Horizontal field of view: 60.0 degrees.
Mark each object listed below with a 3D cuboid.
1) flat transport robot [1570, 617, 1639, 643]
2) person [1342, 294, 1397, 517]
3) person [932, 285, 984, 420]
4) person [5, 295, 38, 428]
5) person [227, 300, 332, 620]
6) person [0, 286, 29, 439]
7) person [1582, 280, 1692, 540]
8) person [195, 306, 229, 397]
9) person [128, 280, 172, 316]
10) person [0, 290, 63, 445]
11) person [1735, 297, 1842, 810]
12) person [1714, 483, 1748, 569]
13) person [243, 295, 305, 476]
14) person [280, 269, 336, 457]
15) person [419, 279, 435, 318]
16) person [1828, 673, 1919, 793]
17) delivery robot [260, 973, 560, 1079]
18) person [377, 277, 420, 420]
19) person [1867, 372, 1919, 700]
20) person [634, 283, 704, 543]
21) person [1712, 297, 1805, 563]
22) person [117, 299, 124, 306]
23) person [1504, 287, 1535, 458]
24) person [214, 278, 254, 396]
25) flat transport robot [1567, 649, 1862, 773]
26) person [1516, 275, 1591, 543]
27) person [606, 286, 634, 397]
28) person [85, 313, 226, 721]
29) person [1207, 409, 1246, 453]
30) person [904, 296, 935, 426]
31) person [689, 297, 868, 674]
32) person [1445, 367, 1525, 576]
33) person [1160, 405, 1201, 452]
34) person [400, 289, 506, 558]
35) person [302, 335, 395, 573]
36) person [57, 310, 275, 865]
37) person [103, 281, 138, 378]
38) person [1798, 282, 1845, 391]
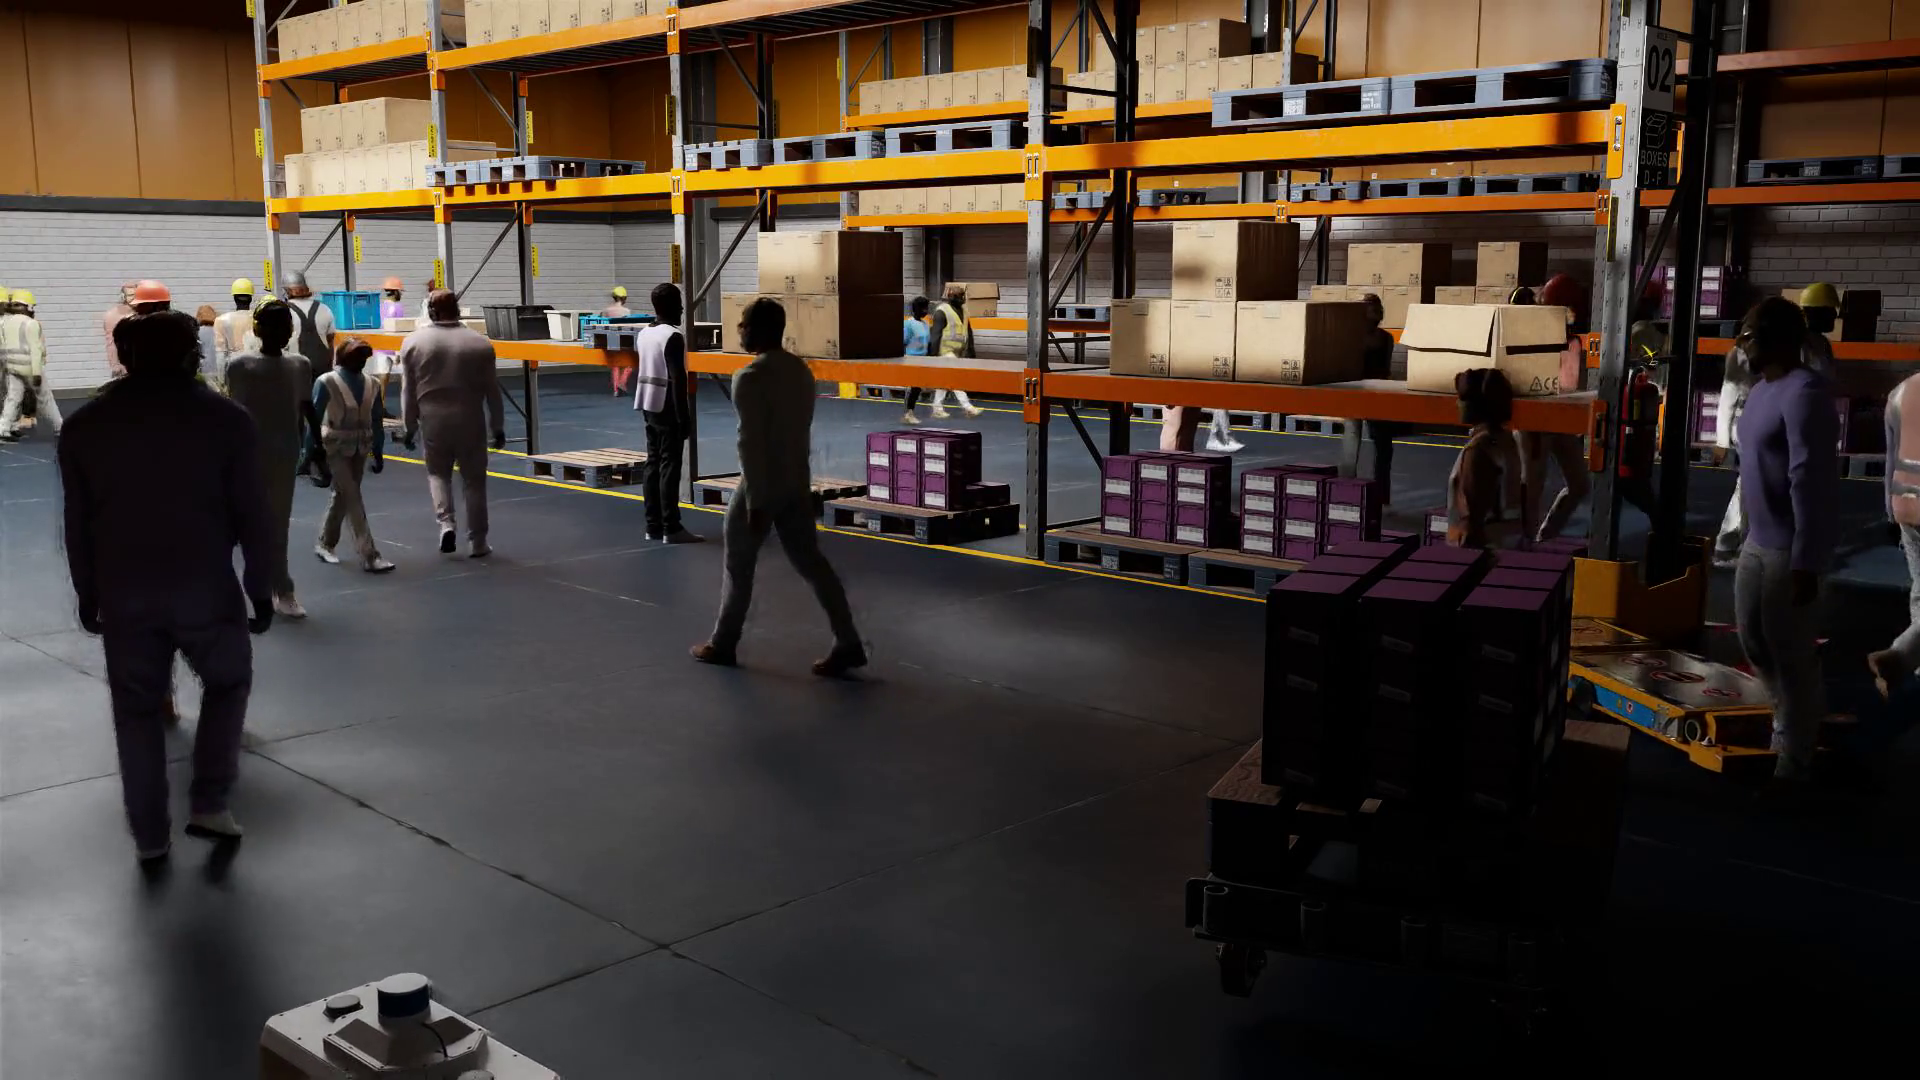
[{"bbox_3d":[2.752,0.553,8.233,1.431,0.197,0.652,-2,9,-10],"label":"flat transport robot"},{"bbox_3d":[3.313,-1.077,13.484,0.519,1.815,0.699,-2,9,-11],"label":"person"},{"bbox_3d":[-0.035,-2.514,22.370,0.941,1.791,0.628,6,11,34],"label":"person"},{"bbox_3d":[-11.976,-2.267,21.164,0.319,1.697,0.532,-2,9,-10],"label":"person"},{"bbox_3d":[-3.904,-0.456,9.613,0.749,1.838,0.548,8,12,39],"label":"person"},{"bbox_3d":[-11.329,-2.082,19.649,0.403,1.822,0.589,3,10,19],"label":"person"},{"bbox_3d":[4.674,-0.823,11.535,0.803,1.946,0.634,7,12,38],"label":"person"},{"bbox_3d":[-8.910,-1.996,19.850,0.513,1.586,0.872,-8,12,-39],"label":"person"},{"bbox_3d":[-6.164,-1.033,12.862,0.551,1.935,0.375,8,12,39],"label":"person"},{"bbox_3d":[-10.780,-1.986,19.222,0.600,1.777,0.948,4,10,25],"label":"person"},{"bbox_3d":[3.136,0.047,6.327,0.413,1.923,0.736,1,9,8],"label":"person"},{"bbox_3d":[5.415,-0.573,11.019,0.494,1.611,0.584,-9,13,-43],"label":"person"},{"bbox_3d":[-6.682,-1.495,16.216,0.524,1.770,0.315,-2,10,-13],"label":"person"},{"bbox_3d":[-7.007,-1.880,17.741,0.694,2.000,0.685,-9,13,-43],"label":"person"},{"bbox_3d":[-7.928,-3.039,25.368,0.615,1.867,0.526,4,10,26],"label":"person"},{"bbox_3d":[3.819,0.114,6.275,0.899,1.807,0.610,2,10,15],"label":"person"},{"bbox_3d":[-1.142,1.145,3.450,0.707,0.478,0.477,8,12,41],"label":"delivery robot"},{"bbox_3d":[-7.524,-2.559,22.309,0.557,1.896,0.894,6,11,31],"label":"person"},{"bbox_3d":[4.393,-0.097,7.503,0.632,1.825,0.623,-3,10,-18],"label":"person"},{"bbox_3d":[-2.192,-0.935,12.318,0.397,1.920,0.587,-7,11,-36],"label":"person"},{"bbox_3d":[5.328,-0.671,10.943,0.575,1.832,0.942,-4,10,-21],"label":"person"},{"bbox_3d":[-11.408,-2.513,22.863,0.503,1.631,0.282,-7,11,-36],"label":"person"},{"bbox_3d":[4.743,-1.211,14.159,0.526,1.871,0.324,-7,12,-38],"label":"person"},{"bbox_3d":[-7.095,-1.633,16.573,0.594,1.924,0.379,-7,11,-35],"label":"person"},{"bbox_3d":[3.193,0.710,7.273,0.652,0.197,1.431,-2,9,-10],"label":"flat transport robot"},{"bbox_3d":[3.857,-0.729,10.867,0.611,1.978,0.453,-5,11,-30],"label":"person"},{"bbox_3d":[-5.350,-3.120,26.228,0.528,1.758,0.360,5,10,28],"label":"person"},{"bbox_3d":[-3.515,-0.080,7.337,0.537,1.829,0.651,9,13,44],"label":"person"},{"bbox_3d":[3.010,-1.879,18.317,0.563,1.844,0.751,-7,12,-37],"label":"person"},{"bbox_3d":[-0.563,-2.297,21.418,0.466,1.667,0.550,6,11,30],"label":"person"},{"bbox_3d":[-0.903,-0.258,8.276,1.041,1.893,0.641,6,11,32],"label":"person"},{"bbox_3d":[2.151,0.117,6.752,0.416,1.626,0.533,5,11,30],"label":"person"},{"bbox_3d":[2.060,-1.381,15.086,0.399,1.910,0.643,9,13,42],"label":"person"},{"bbox_3d":[-3.543,-0.811,11.660,0.698,1.883,0.428,-2,9,-11],"label":"person"},{"bbox_3d":[-4.146,-0.582,11.190,0.892,1.583,0.572,5,11,30],"label":"person"},{"bbox_3d":[-2.695,0.163,5.688,0.686,1.879,0.425,-2,9,-12],"label":"person"},{"bbox_3d":[-9.296,-1.976,18.841,0.651,1.884,0.428,-6,11,-34],"label":"person"},{"bbox_3d":[5.958,-0.838,11.690,0.359,1.930,0.587,8,12,41],"label":"person"}]
